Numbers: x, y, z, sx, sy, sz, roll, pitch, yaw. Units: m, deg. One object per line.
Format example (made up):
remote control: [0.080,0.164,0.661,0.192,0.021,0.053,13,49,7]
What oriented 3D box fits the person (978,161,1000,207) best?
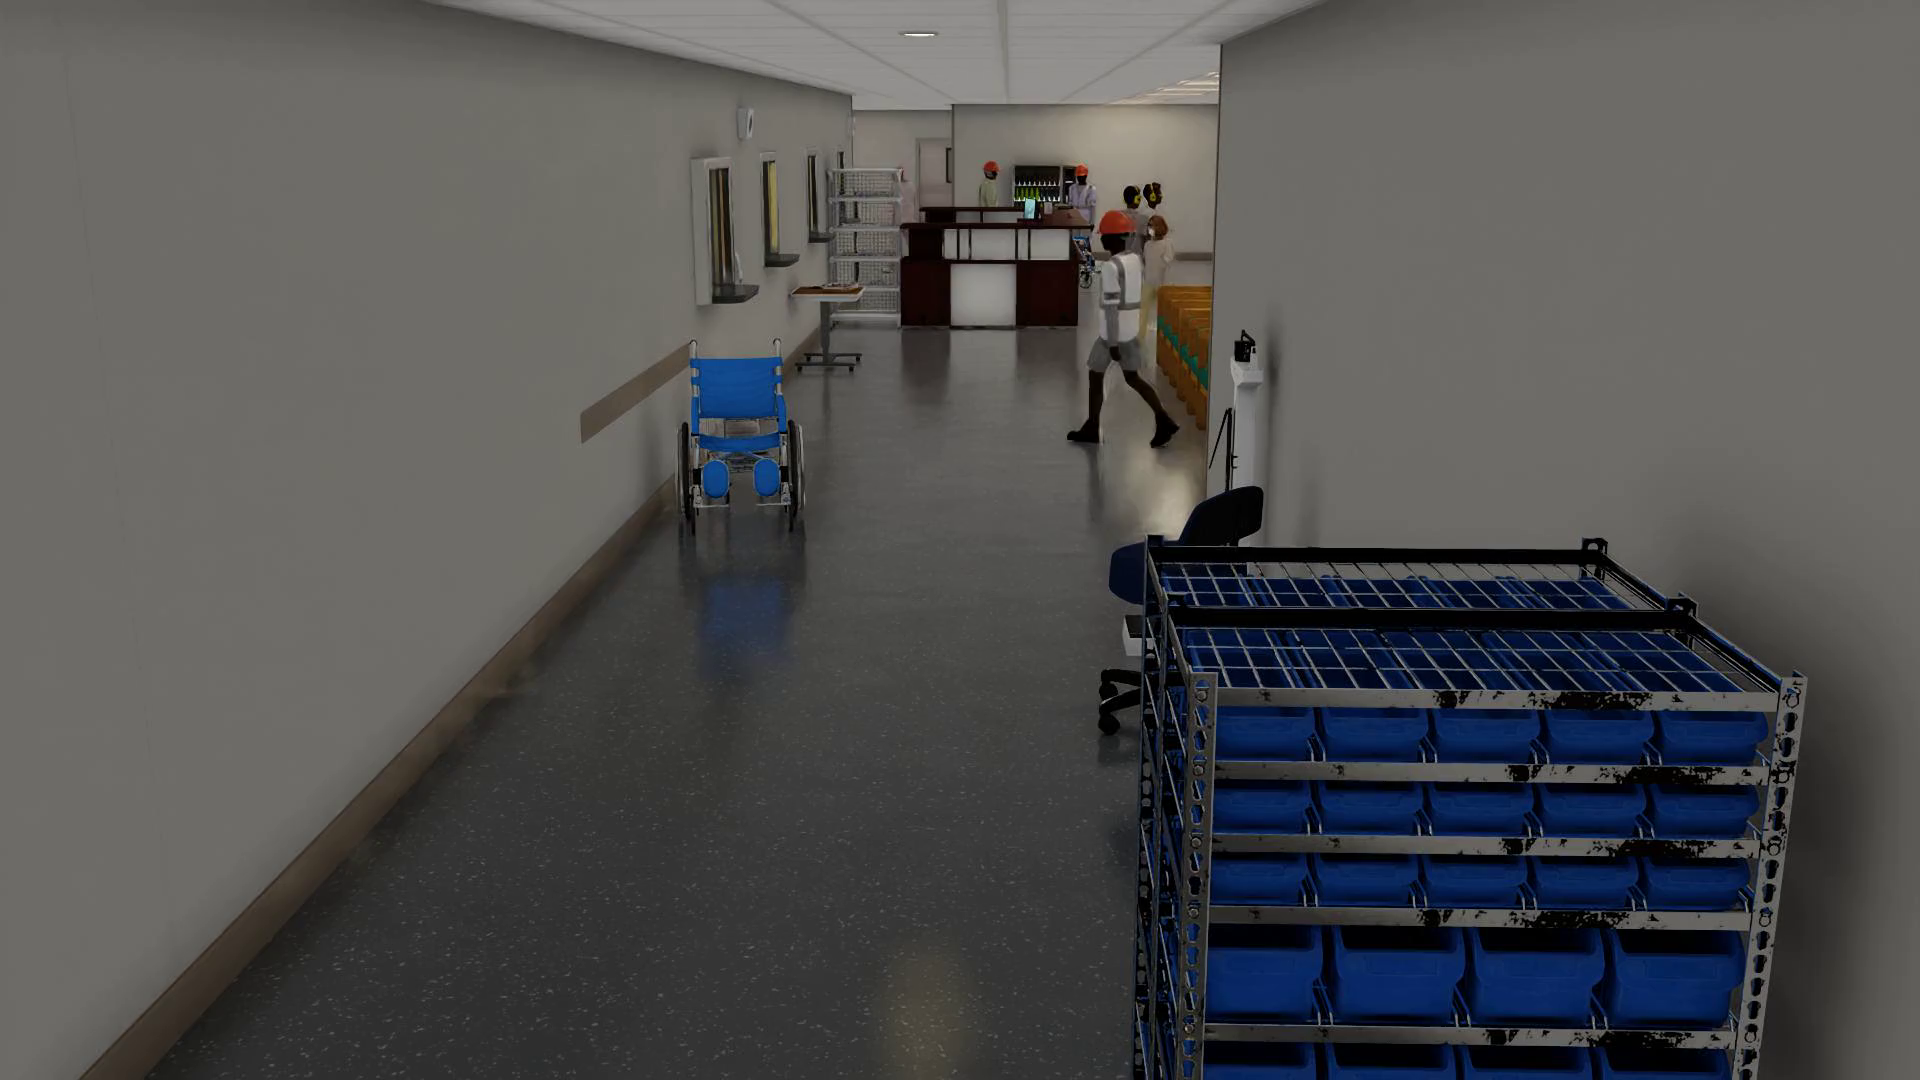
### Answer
person: [0.507,-5.612,29.103,0.391,1.990,0.621,-4,14,-15]

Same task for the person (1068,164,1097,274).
person: [2.158,-5.702,29.606,0.545,1.929,0.390,9,16,31]

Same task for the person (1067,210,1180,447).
person: [1.329,-1.685,13.366,0.905,1.906,0.544,11,17,37]

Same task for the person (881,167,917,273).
person: [-1.054,-5.698,29.727,0.660,1.872,0.661,-9,17,-34]

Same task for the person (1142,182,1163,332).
person: [2.429,-3.589,21.133,0.323,1.876,0.528,2,14,7]

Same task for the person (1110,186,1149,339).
person: [2.074,-3.368,20.268,0.520,1.865,0.332,5,15,21]
